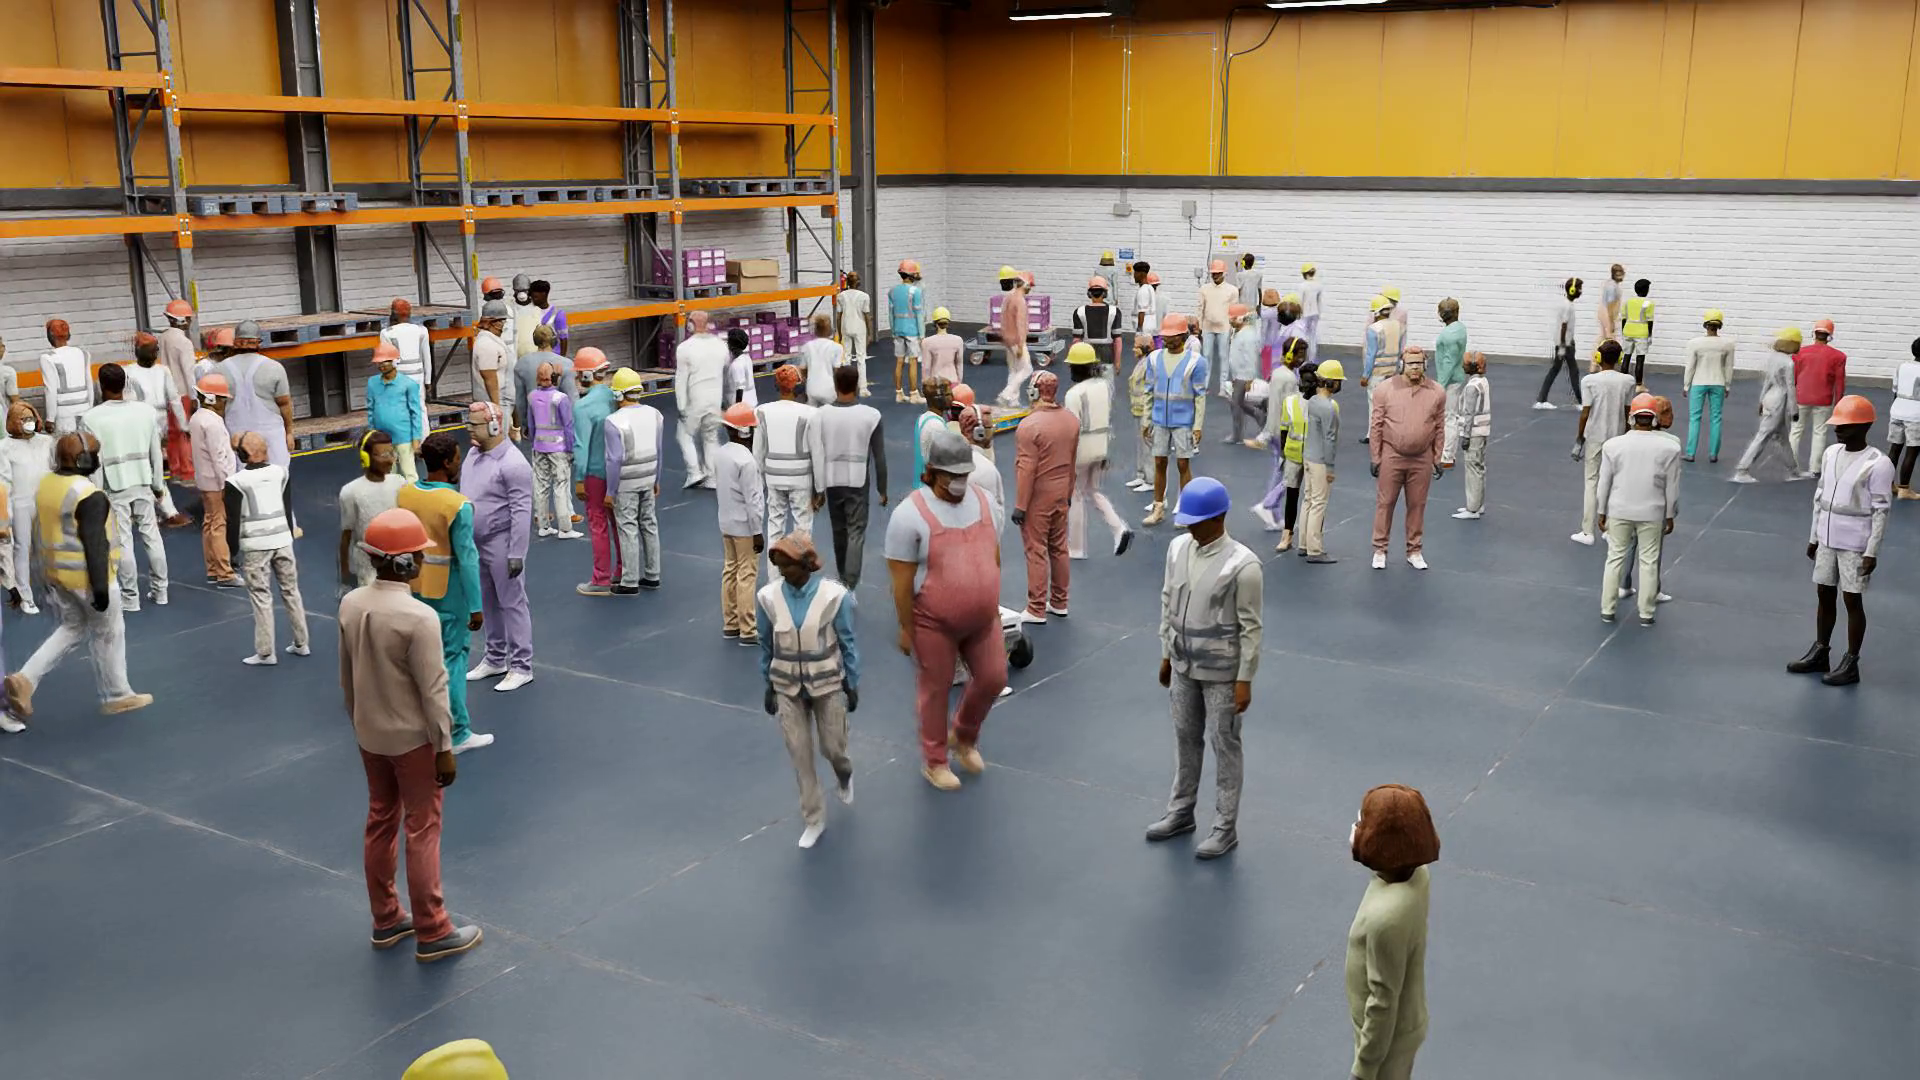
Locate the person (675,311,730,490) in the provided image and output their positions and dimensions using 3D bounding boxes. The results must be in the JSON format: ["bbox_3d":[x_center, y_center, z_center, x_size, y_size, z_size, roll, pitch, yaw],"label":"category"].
[{"bbox_3d":[-2.720,-1.448,17.433,0.674,1.885,0.409,-10,16,-38],"label":"person"}]

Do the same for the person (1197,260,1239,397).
[{"bbox_3d":[3.758,-3.092,24.316,0.613,1.995,0.391,6,14,26],"label":"person"}]

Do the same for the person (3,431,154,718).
[{"bbox_3d":[-5.493,0.243,10.252,0.651,1.817,0.760,9,16,34],"label":"person"}]

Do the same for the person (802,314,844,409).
[{"bbox_3d":[-1.461,-1.553,18.129,0.526,1.783,0.981,4,14,18],"label":"person"}]

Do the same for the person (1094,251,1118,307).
[{"bbox_3d":[2.740,-4.542,31.162,0.489,1.741,0.322,7,15,29],"label":"person"}]

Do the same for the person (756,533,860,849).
[{"bbox_3d":[-0.759,0.736,8.546,0.520,1.620,0.524,2,13,8],"label":"person"}]

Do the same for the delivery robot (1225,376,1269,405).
[{"bbox_3d":[3.989,-2.051,22.752,0.707,0.478,0.477,0,13,-1],"label":"delivery robot"}]

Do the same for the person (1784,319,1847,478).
[{"bbox_3d":[9.342,-1.547,18.184,0.576,1.737,0.355,7,15,28],"label":"person"}]

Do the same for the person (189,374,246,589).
[{"bbox_3d":[-6.032,-0.480,13.537,0.337,1.742,0.562,-10,17,-38],"label":"person"}]

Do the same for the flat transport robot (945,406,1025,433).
[{"bbox_3d":[0.371,-1.530,21.320,0.652,0.197,1.431,9,16,33],"label":"flat transport robot"}]

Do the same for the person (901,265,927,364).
[{"bbox_3d":[-0.795,-3.826,28.162,0.497,1.691,0.909,3,13,11],"label":"person"}]

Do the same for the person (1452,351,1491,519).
[{"bbox_3d":[4.976,-1.018,16.129,0.318,1.630,0.513,7,15,26],"label":"person"}]

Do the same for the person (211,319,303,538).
[{"bbox_3d":[-6.382,-0.998,15.133,0.676,2.000,0.536,-1,13,-5],"label":"person"}]

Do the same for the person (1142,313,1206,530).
[{"bbox_3d":[1.991,-1.115,15.639,0.615,2.041,0.378,7,15,29],"label":"person"}]

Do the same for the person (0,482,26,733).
[{"bbox_3d":[-5.943,0.256,9.944,0.366,1.928,0.585,11,17,40],"label":"person"}]

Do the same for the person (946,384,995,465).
[{"bbox_3d":[0.005,-0.335,12.886,0.568,1.751,0.329,2,13,10],"label":"person"}]

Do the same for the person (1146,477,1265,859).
[{"bbox_3d":[1.225,0.627,8.314,0.414,1.936,0.605,-10,16,-38],"label":"person"}]

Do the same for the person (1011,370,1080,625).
[{"bbox_3d":[0.609,-0.321,12.493,0.408,1.906,0.654,11,17,40],"label":"person"}]

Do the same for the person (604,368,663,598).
[{"bbox_3d":[-2.617,-0.456,13.238,0.404,1.831,0.601,8,15,32],"label":"person"}]

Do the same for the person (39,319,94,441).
[{"bbox_3d":[-8.916,-1.270,16.659,0.346,1.882,0.578,4,14,18],"label":"person"}]

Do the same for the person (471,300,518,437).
[{"bbox_3d":[-4.765,-1.482,17.235,0.535,2.000,0.686,-3,13,-13],"label":"person"}]

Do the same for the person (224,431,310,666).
[{"bbox_3d":[-4.810,0.054,11.493,0.328,1.627,0.525,8,15,30],"label":"person"}]

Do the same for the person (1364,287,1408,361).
[{"bbox_3d":[5.795,-2.582,22.686,0.597,1.726,0.723,2,13,10],"label":"person"}]

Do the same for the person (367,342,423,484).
[{"bbox_3d":[-5.368,-0.999,15.764,0.564,1.752,0.338,4,14,16],"label":"person"}]

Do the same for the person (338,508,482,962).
[{"bbox_3d":[-2.415,0.843,7.249,0.614,1.993,0.395,9,15,33],"label":"person"}]

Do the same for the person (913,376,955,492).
[{"bbox_3d":[-0.180,-0.331,12.670,0.344,1.847,0.507,-4,14,-17],"label":"person"}]

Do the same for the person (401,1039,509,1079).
[{"bbox_3d":[-1.011,1.849,3.414,0.338,1.761,0.525,-6,14,-23],"label":"person"}]

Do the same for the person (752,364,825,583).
[{"bbox_3d":[-1.330,-0.434,13.031,0.584,1.882,0.339,4,14,16],"label":"person"}]

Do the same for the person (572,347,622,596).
[{"bbox_3d":[-2.883,-0.551,13.316,0.406,1.987,0.615,6,14,24],"label":"person"}]

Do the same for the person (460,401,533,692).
[{"bbox_3d":[-3.074,0.036,10.944,0.641,1.908,0.407,11,17,40],"label":"person"}]

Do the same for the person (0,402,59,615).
[{"bbox_3d":[-7.137,-0.255,12.805,0.280,1.633,0.502,6,14,26],"label":"person"}]

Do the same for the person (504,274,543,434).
[{"bbox_3d":[-5.438,-2.309,20.821,0.672,2.000,0.536,-3,13,-14],"label":"person"}]

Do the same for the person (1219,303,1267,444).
[{"bbox_3d":[3.513,-2.038,20.337,0.626,1.724,0.594,-2,13,-11],"label":"person"}]

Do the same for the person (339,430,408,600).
[{"bbox_3d":[-3.591,0.200,10.450,0.999,1.819,0.539,6,14,25],"label":"person"}]

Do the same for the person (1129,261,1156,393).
[{"bbox_3d":[2.708,-3.136,24.623,0.381,1.949,0.600,3,13,13],"label":"person"}]

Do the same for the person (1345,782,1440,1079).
[{"bbox_3d":[1.289,1.518,5.105,0.280,1.636,0.500,5,14,22],"label":"person"}]

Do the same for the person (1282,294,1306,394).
[{"bbox_3d":[4.253,-2.299,21.430,0.321,1.742,0.492,-5,14,-19],"label":"person"}]

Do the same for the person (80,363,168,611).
[{"bbox_3d":[-6.424,-0.405,12.834,0.373,1.916,0.596,8,15,32],"label":"person"}]

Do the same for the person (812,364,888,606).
[{"bbox_3d":[-0.882,-0.446,13.102,0.600,1.877,0.978,2,13,8],"label":"person"}]

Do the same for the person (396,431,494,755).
[{"bbox_3d":[-3.035,0.316,9.730,0.594,1.913,0.393,9,16,33],"label":"person"}]

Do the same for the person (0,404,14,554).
[{"bbox_3d":[-8.562,-0.652,14.511,0.520,1.640,0.312,-9,16,-35],"label":"person"}]

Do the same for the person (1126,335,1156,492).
[{"bbox_3d":[1.927,-1.325,17.432,0.309,1.638,0.522,-2,13,-7],"label":"person"}]
